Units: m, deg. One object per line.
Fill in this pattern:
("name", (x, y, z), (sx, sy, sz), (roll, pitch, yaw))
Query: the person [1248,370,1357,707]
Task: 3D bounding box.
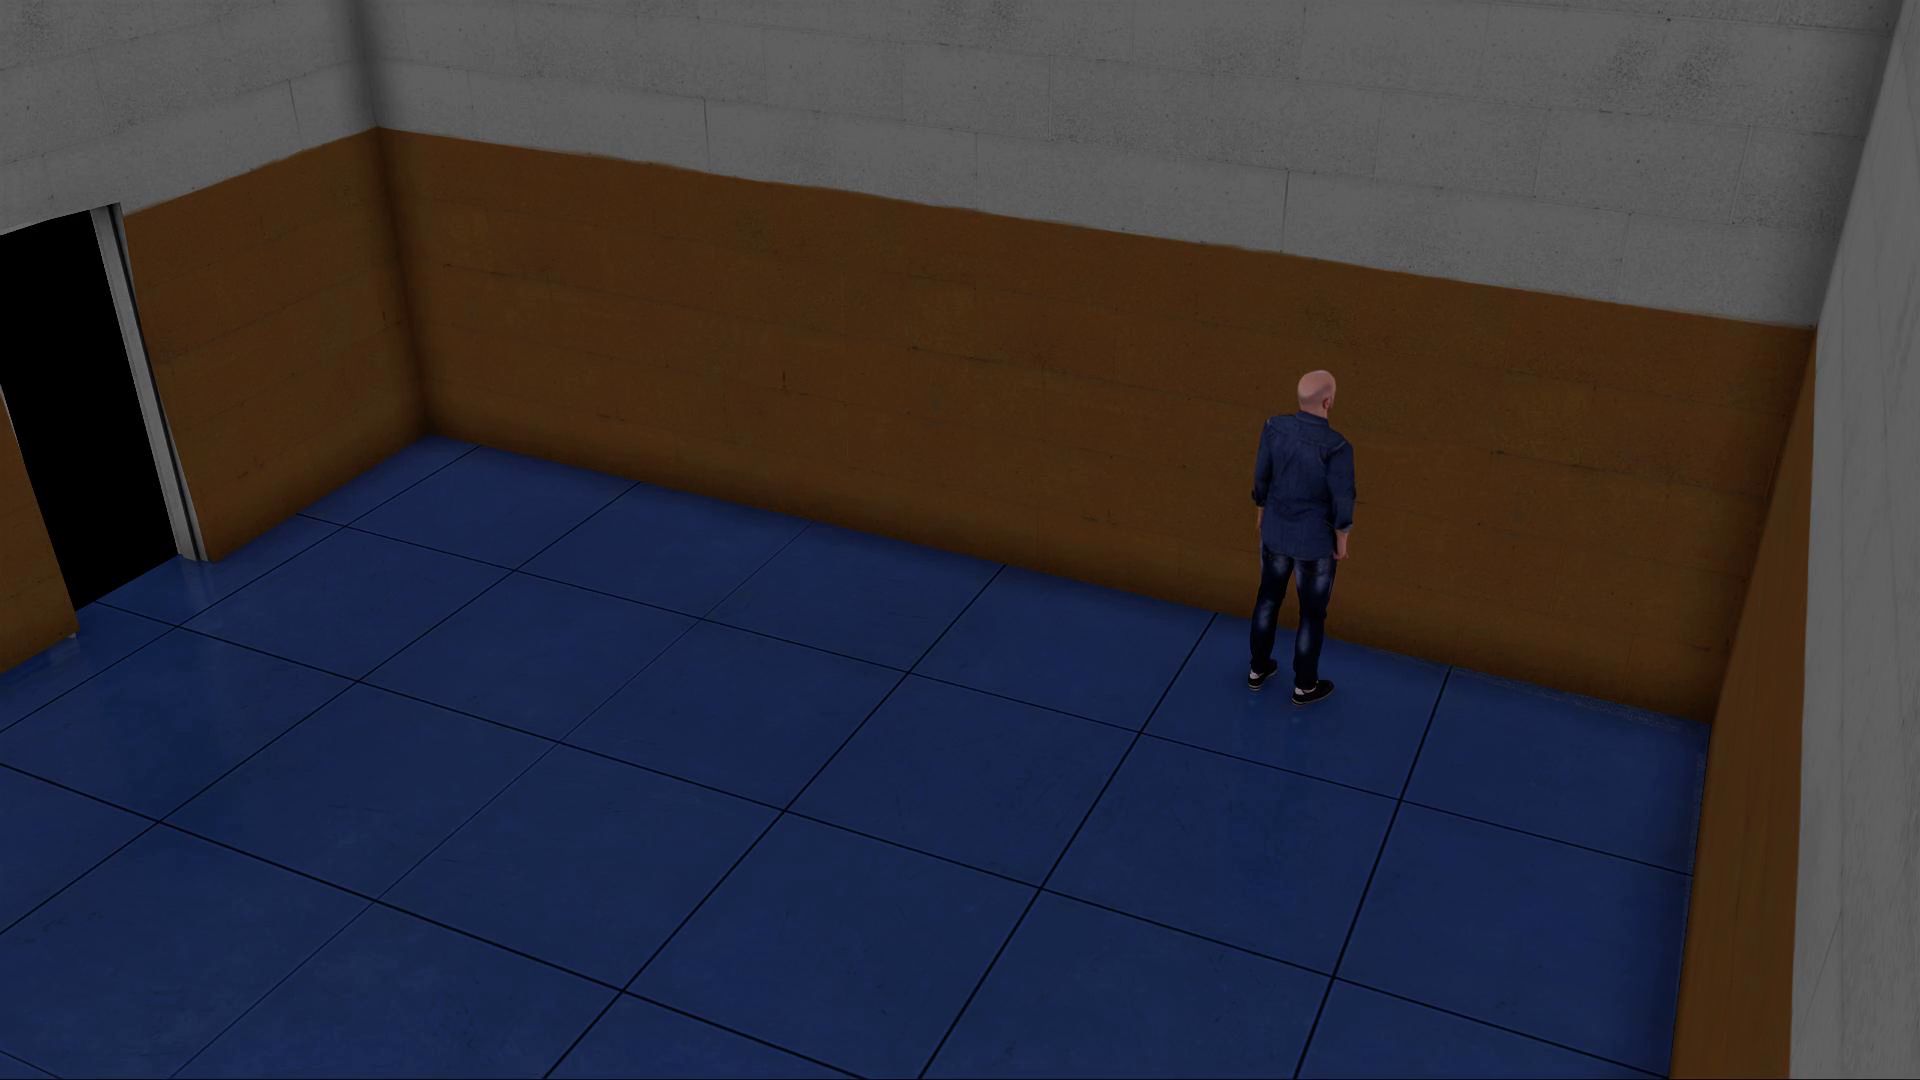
("person", (1.737, -0.013, 8.500), (0.623, 1.825, 0.839), (22, 36, 35))
